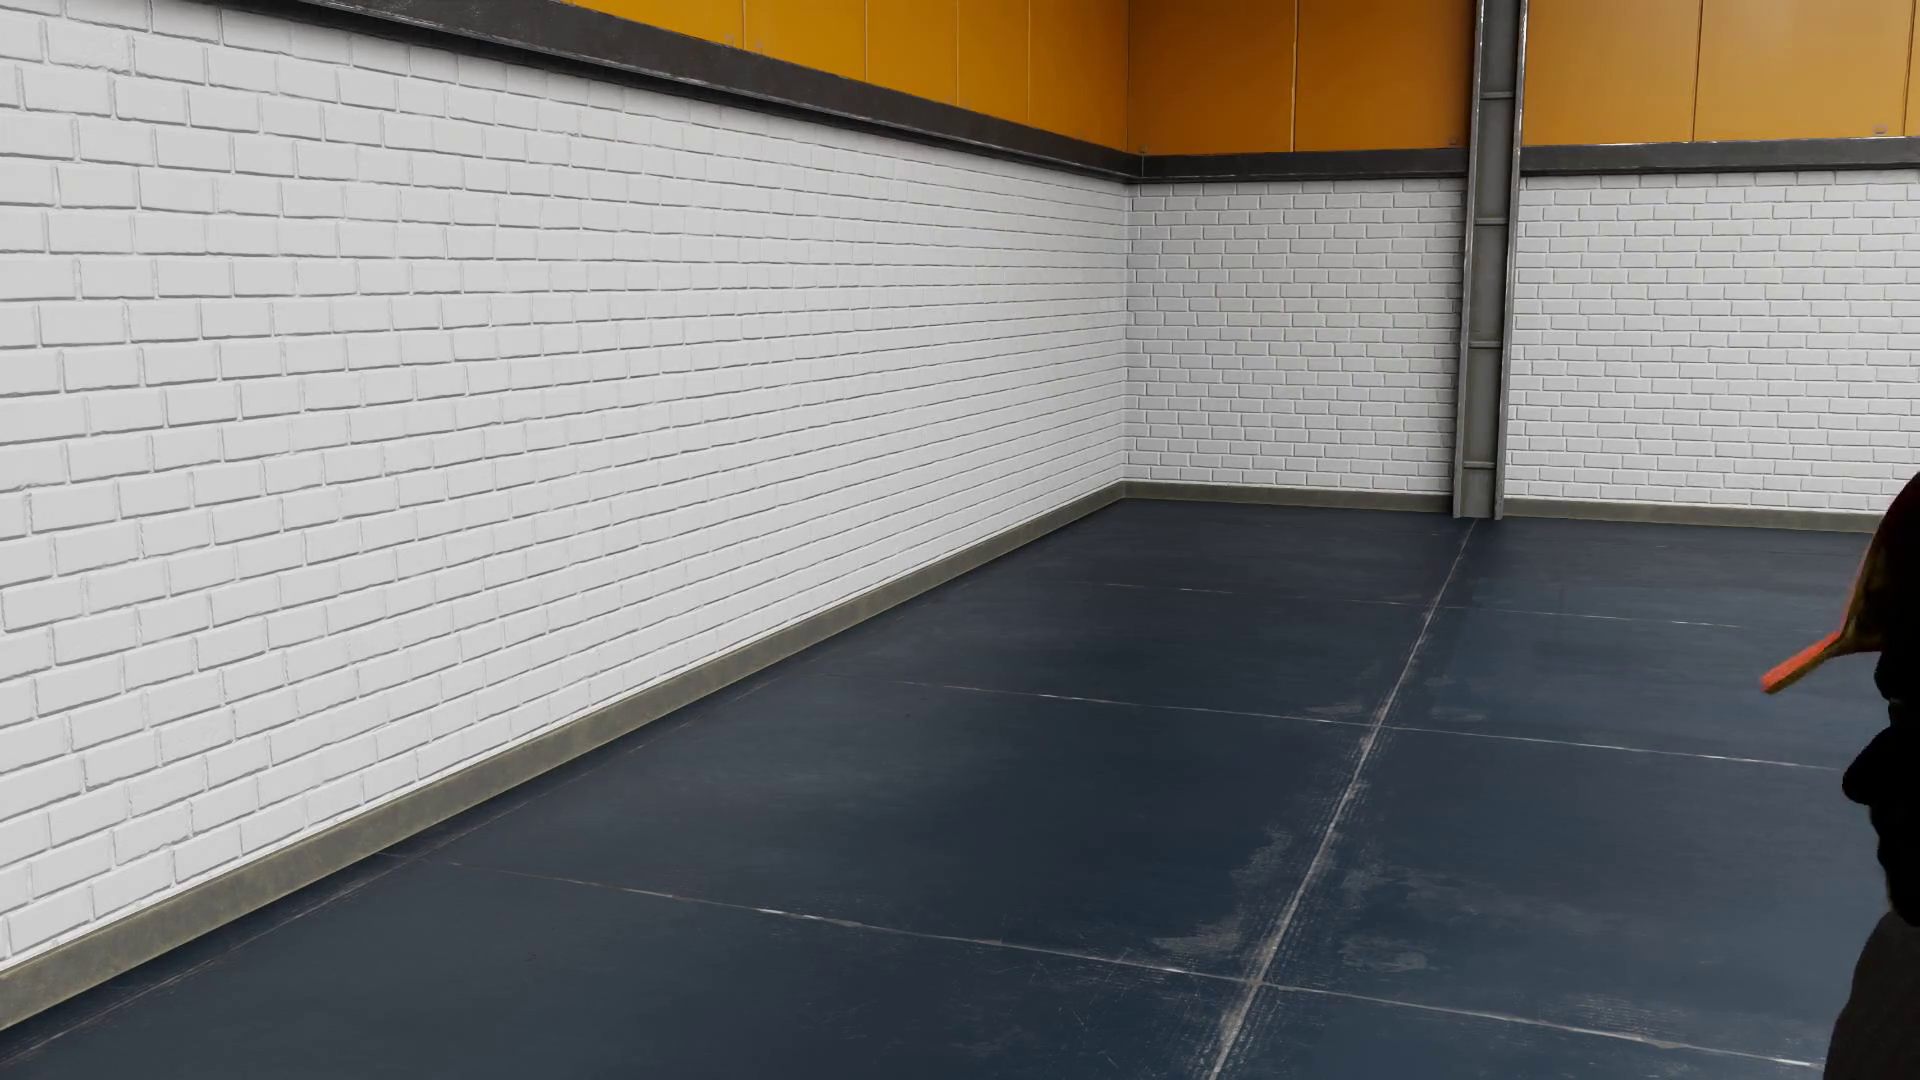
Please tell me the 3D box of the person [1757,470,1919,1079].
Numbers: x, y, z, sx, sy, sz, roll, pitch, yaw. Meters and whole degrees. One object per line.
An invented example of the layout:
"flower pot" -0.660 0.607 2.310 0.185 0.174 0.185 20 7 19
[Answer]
"person" 0.673 0.906 1.113 0.393 1.992 0.617 1 9 4
